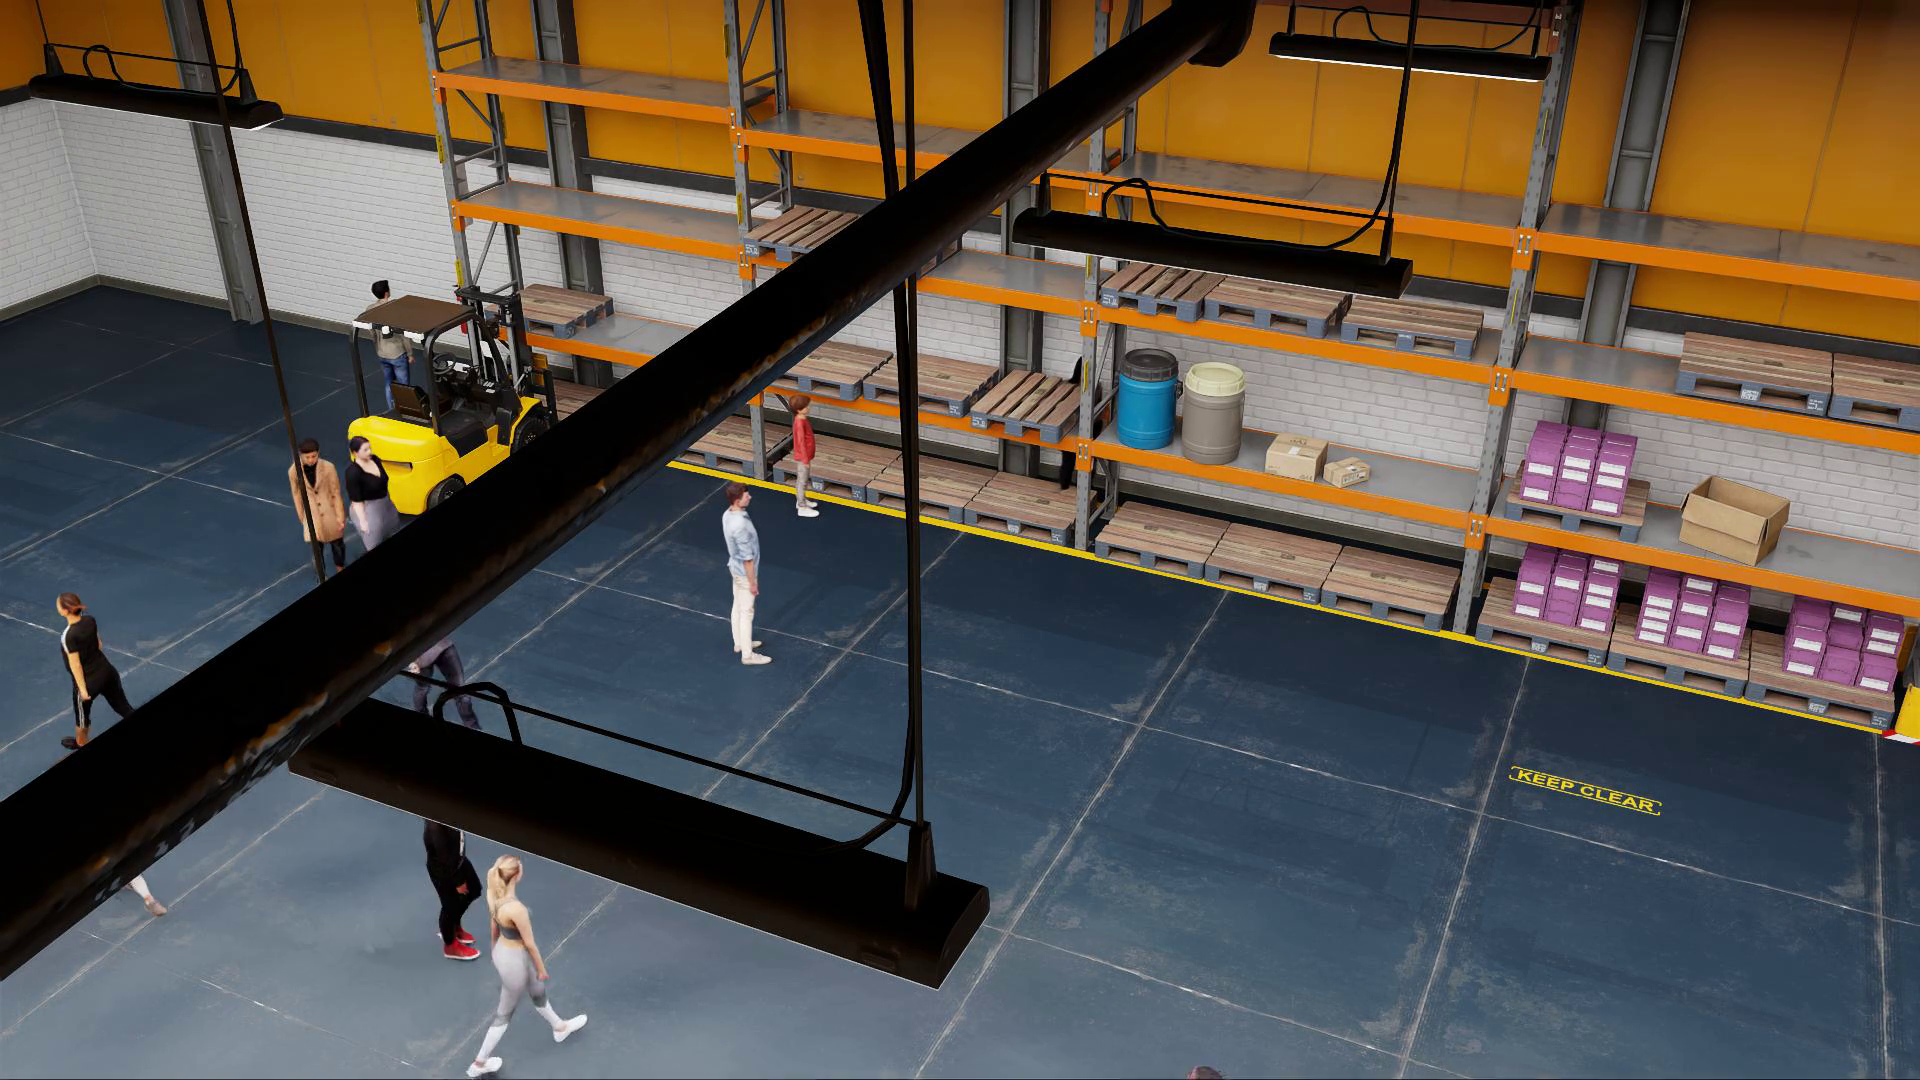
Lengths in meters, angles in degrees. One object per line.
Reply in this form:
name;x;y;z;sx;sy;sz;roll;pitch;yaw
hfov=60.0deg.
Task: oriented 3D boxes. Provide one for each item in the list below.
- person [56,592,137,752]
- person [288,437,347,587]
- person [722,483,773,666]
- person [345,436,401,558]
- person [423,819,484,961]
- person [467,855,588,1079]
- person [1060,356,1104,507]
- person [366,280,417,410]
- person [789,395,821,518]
person;-7.304;1.192;14.174;1.170;1.625;0.764;6;29;10
person;-6.455;-0.319;16.872;0.986;1.693;1.016;-7;29;-12
person;-2.038;0.294;15.586;0.784;1.848;0.719;-11;30;-19
person;-5.985;-0.268;16.727;0.796;1.744;0.728;8;30;14
person;-3.771;2.361;11.992;0.722;1.662;0.697;1;29;1
person;-3.035;2.878;11.046;0.971;1.661;1.135;-24;37;-37
person;1.339;-1.219;18.399;0.779;1.811;0.839;-10;30;-17
person;-6.926;-2.273;20.276;0.521;1.865;0.775;11;30;19
person;-1.738;-0.946;18.311;0.628;1.416;0.599;-3;29;-6
